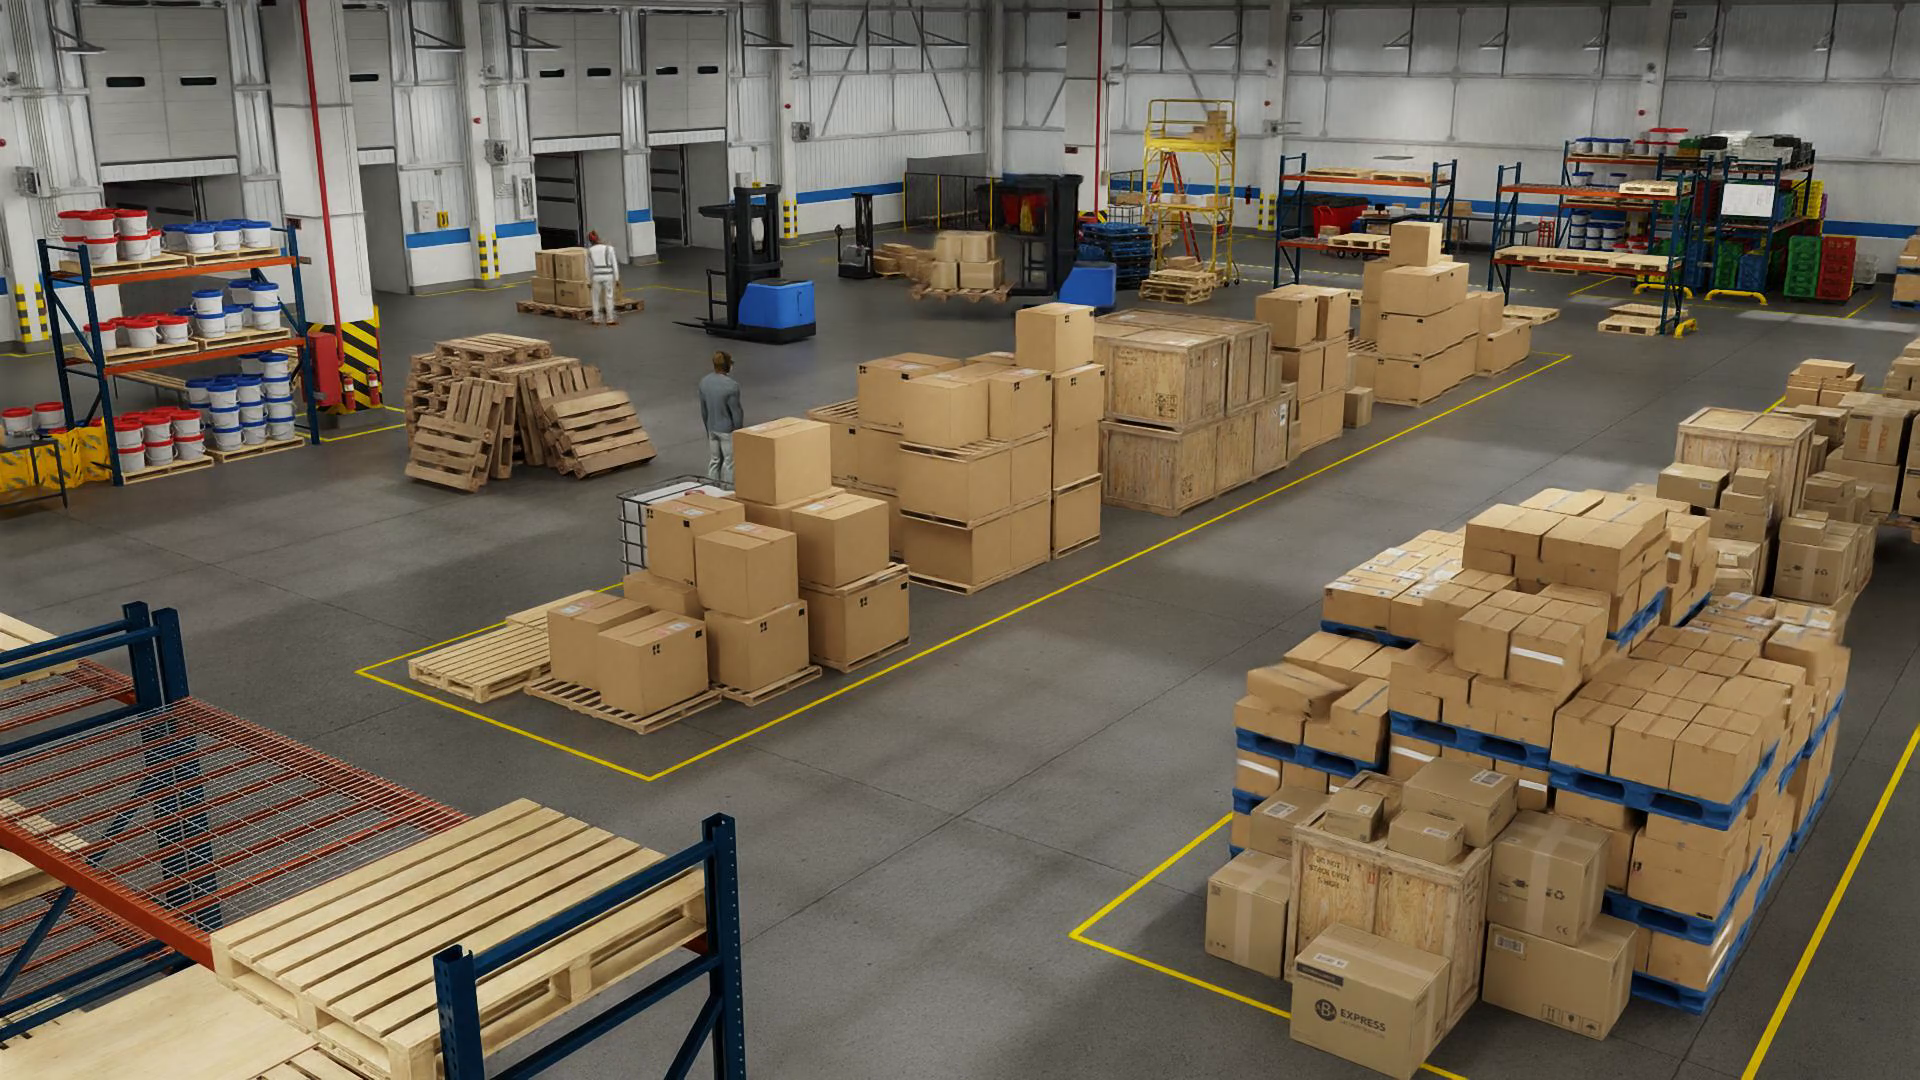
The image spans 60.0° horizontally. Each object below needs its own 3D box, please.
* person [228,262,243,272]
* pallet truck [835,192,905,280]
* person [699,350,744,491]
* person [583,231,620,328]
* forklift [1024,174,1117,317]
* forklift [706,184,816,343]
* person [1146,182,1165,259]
[{"bbox_3d":[-13.464,-4.591,31.158,0.520,1.602,0.808,10,19,30],"label":"person"},{"bbox_3d":[-1.936,-7.159,38.982,1.885,1.965,0.823,-12,21,-34],"label":"pallet truck"},{"bbox_3d":[-2.777,-1.271,19.586,0.630,1.940,0.372,12,21,35],"label":"person"},{"bbox_3d":[-6.965,-5.033,32.205,0.684,1.857,0.410,-2,17,-6],"label":"person"},{"bbox_3d":[2.168,-5.836,33.100,1.873,2.768,1.129,3,17,9],"label":"forklift"},{"bbox_3d":[-3.717,-5.181,30.929,1.873,2.768,1.129,12,21,35],"label":"forklift"},{"bbox_3d":[4.962,-8.106,42.269,0.567,1.923,0.454,14,22,38],"label":"person"}]
